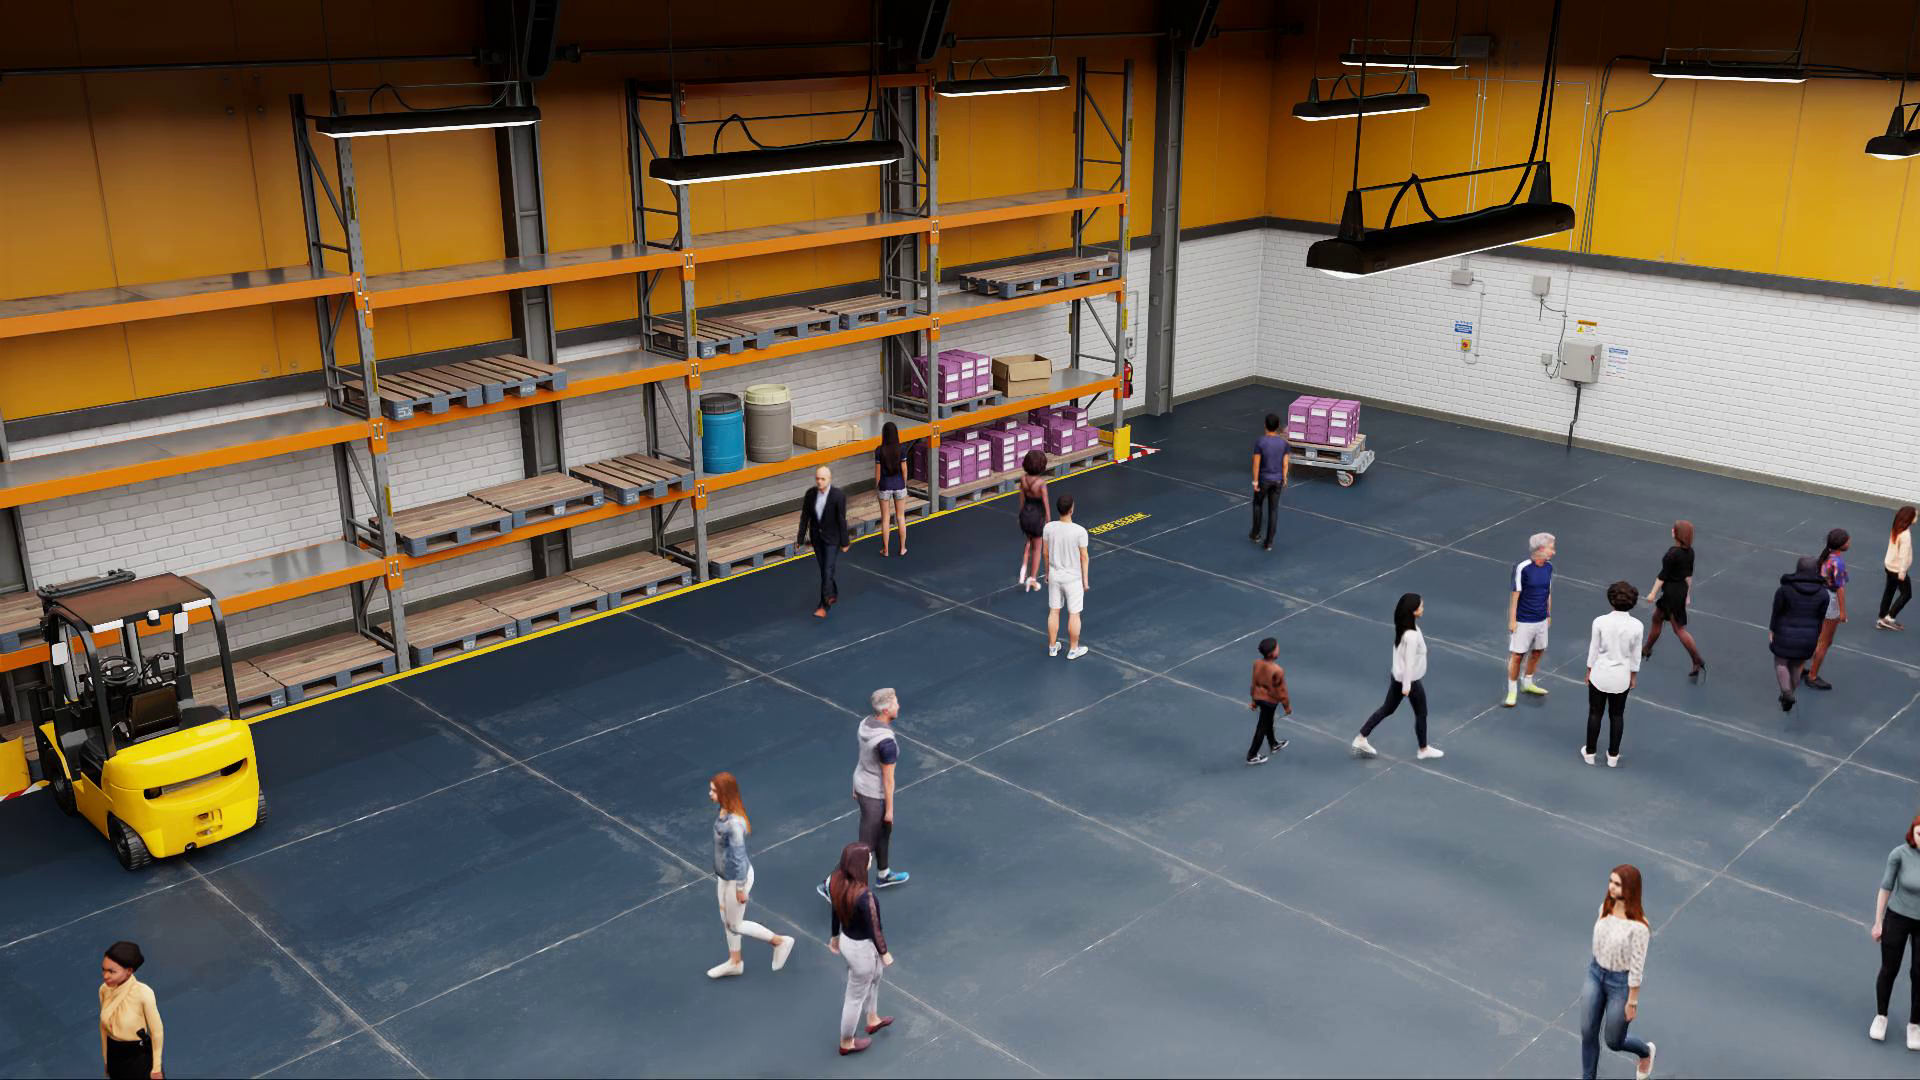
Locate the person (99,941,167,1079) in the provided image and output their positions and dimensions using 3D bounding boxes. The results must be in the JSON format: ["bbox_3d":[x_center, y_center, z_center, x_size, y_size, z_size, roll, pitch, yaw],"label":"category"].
[{"bbox_3d":[-5.013,3.190,10.131,0.655,1.653,0.681,5,19,14],"label":"person"}]

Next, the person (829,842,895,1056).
[{"bbox_3d":[-0.737,2.815,11.339,0.795,1.592,0.704,-10,21,-28],"label":"person"}]

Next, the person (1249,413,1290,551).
[{"bbox_3d":[4.044,-0.735,21.595,0.875,1.774,0.934,0,19,0],"label":"person"}]

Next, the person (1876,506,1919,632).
[{"bbox_3d":[10.604,0.323,18.921,0.731,1.476,0.641,4,19,11],"label":"person"}]

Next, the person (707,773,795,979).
[{"bbox_3d":[-1.566,2.467,12.231,0.982,1.682,0.838,-6,20,-18],"label":"person"}]

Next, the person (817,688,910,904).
[{"bbox_3d":[-0.779,2.064,13.273,1.178,1.780,0.984,-6,20,-17],"label":"person"}]

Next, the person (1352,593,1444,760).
[{"bbox_3d":[4.111,1.311,15.693,1.144,1.663,1.076,0,19,0],"label":"person"}]

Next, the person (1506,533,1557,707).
[{"bbox_3d":[5.780,0.798,16.969,0.659,1.821,0.863,-2,19,-7],"label":"person"}]

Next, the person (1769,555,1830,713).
[{"bbox_3d":[8.406,0.976,16.688,0.917,1.662,1.016,4,19,11],"label":"person"}]

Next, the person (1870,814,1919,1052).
[{"bbox_3d":[6.593,2.665,11.558,0.708,1.737,0.713,8,20,22],"label":"person"}]

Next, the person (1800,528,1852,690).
[{"bbox_3d":[9.033,0.699,17.388,0.783,1.741,0.710,-2,19,-7],"label":"person"}]

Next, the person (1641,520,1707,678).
[{"bbox_3d":[7.655,0.656,17.637,1.035,1.663,0.715,-15,24,-38],"label":"person"}]

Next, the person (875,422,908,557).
[{"bbox_3d":[-0.878,-0.654,21.365,0.632,1.767,0.720,-3,19,-9],"label":"person"}]

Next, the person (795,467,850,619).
[{"bbox_3d":[-1.547,-0.019,19.486,0.965,1.764,1.196,8,20,23],"label":"person"}]

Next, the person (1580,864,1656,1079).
[{"bbox_3d":[4.332,2.906,10.879,1.006,1.714,0.789,-8,20,-22],"label":"person"}]

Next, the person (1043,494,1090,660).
[{"bbox_3d":[1.145,0.390,18.126,0.745,1.856,0.691,9,21,25],"label":"person"}]

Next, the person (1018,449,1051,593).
[{"bbox_3d":[0.825,-0.199,20.002,0.583,1.775,0.627,16,24,39],"label":"person"}]

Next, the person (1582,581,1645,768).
[{"bbox_3d":[6.124,1.255,15.635,0.706,1.807,0.730,3,19,10],"label":"person"}]

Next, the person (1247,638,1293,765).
[{"bbox_3d":[2.840,1.539,15.694,0.842,1.231,0.656,-10,21,-26],"label":"person"}]
